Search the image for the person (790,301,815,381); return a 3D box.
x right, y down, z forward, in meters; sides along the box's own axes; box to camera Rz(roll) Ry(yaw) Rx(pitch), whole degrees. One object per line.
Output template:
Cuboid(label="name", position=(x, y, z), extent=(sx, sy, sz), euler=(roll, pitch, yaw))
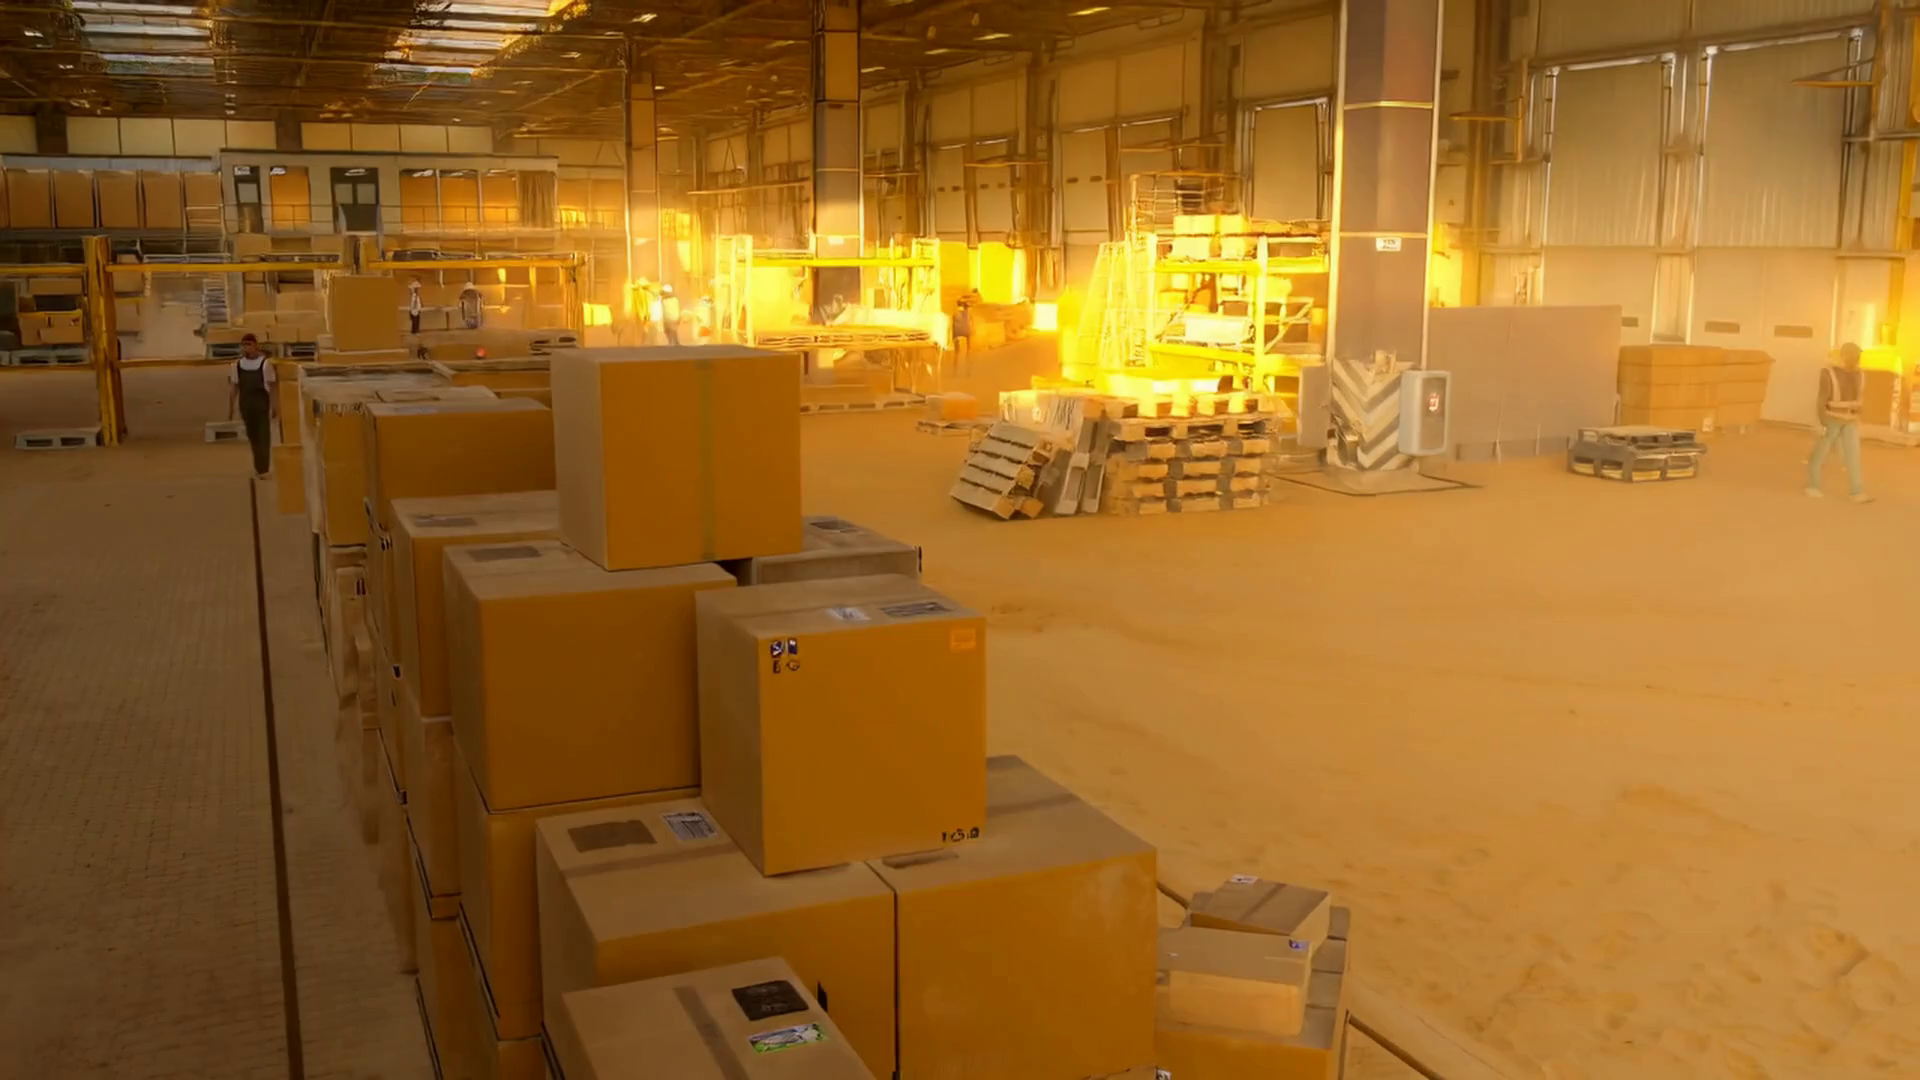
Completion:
Cuboid(label="person", position=(-3.307, -4.192, 35.079), extent=(0.548, 1.681, 0.383), euler=(-2, 10, -10))

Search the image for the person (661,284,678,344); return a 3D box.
Cuboid(label="person", position=(-6.883, -5.071, 39.303), extent=(0.412, 1.917, 0.587), euler=(5, 11, 26))

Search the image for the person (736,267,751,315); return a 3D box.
Cuboid(label="person", position=(-8.301, -9.533, 63.859), extent=(1.068, 1.941, 0.609), euler=(5, 11, 24))

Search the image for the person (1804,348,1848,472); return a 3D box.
Cuboid(label="person", position=(11.359, -1.692, 21.560), extent=(0.527, 1.584, 0.885), euler=(0, 10, -3))

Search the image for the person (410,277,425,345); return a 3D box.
Cuboid(label="person", position=(-15.117, -6.353, 46.328), extent=(0.366, 1.926, 0.593), euler=(-3, 11, -15))

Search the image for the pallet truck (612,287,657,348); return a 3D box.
Cuboid(label="pallet truck", position=(-6.464, -4.406, 35.401), extent=(0.823, 1.965, 1.885), euler=(6, 12, 32))

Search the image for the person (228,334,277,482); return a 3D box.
Cuboid(label="person", position=(-8.734, -1.619, 20.518), extent=(0.514, 1.818, 0.705), euler=(-1, 10, -8))

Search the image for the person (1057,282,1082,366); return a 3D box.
Cuboid(label="person", position=(2.574, -5.092, 39.220), extent=(0.615, 1.986, 0.411), euler=(-3, 11, -14))

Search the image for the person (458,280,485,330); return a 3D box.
Cuboid(label="person", position=(-12.689, -5.784, 43.195), extent=(0.660, 1.923, 0.432), euler=(-3, 11, -18))

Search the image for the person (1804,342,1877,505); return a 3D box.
Cuboid(label="person", position=(9.998, -1.318, 18.856), extent=(0.598, 1.822, 0.995), euler=(-2, 10, -9))

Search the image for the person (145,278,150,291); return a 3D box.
Cuboid(label="person", position=(-24.604, -7.062, 50.562), extent=(0.922, 1.796, 0.638), euler=(4, 11, 20))

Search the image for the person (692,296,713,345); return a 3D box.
Cuboid(label="person", position=(-5.723, -4.555, 36.941), extent=(0.506, 1.732, 0.375), euler=(-6, 12, -31))

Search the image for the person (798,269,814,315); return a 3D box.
Cuboid(label="person", position=(-5.655, -9.103, 61.624), extent=(1.006, 1.891, 0.559), euler=(2, 11, 13))

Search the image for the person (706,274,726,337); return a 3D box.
Cuboid(label="person", position=(-7.462, -7.109, 50.486), extent=(0.639, 1.924, 0.588), euler=(4, 11, 21))

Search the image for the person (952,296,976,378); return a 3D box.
Cuboid(label="person", position=(0.078, -4.352, 35.758), extent=(0.523, 1.763, 0.329), euler=(0, 10, 2))
